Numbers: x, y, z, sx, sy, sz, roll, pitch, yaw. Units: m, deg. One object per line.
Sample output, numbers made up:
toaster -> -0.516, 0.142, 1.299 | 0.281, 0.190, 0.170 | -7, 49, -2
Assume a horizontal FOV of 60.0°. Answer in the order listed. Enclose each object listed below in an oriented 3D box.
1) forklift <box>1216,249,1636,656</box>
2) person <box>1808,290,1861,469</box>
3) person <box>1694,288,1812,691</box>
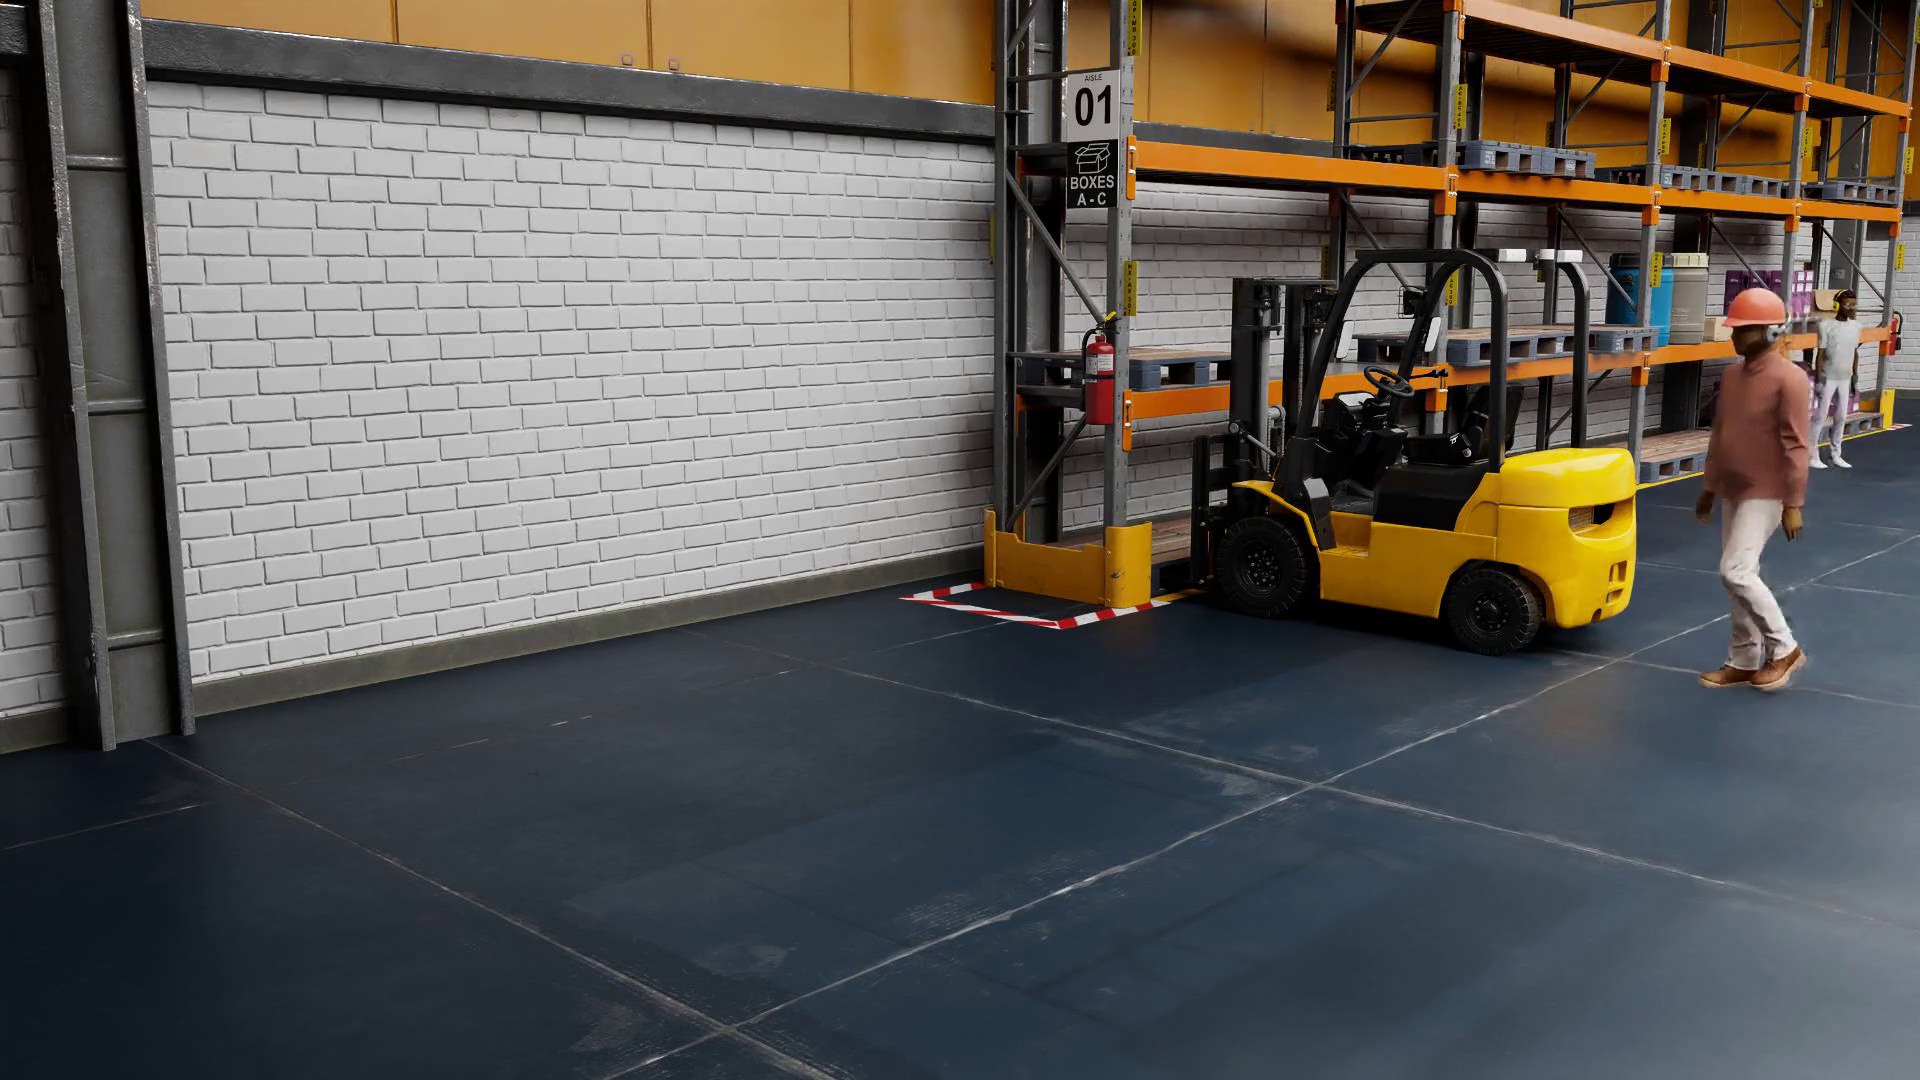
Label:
forklift -> 2.710, -0.584, 9.626 | 2.313, 2.155, 1.214 | 9, 13, 43
person -> 9.106, -1.661, 17.284 | 0.509, 1.855, 0.318 | -2, 9, -11
person -> 3.836, -0.228, 8.099 | 0.428, 1.979, 0.631 | 0, 9, -2
